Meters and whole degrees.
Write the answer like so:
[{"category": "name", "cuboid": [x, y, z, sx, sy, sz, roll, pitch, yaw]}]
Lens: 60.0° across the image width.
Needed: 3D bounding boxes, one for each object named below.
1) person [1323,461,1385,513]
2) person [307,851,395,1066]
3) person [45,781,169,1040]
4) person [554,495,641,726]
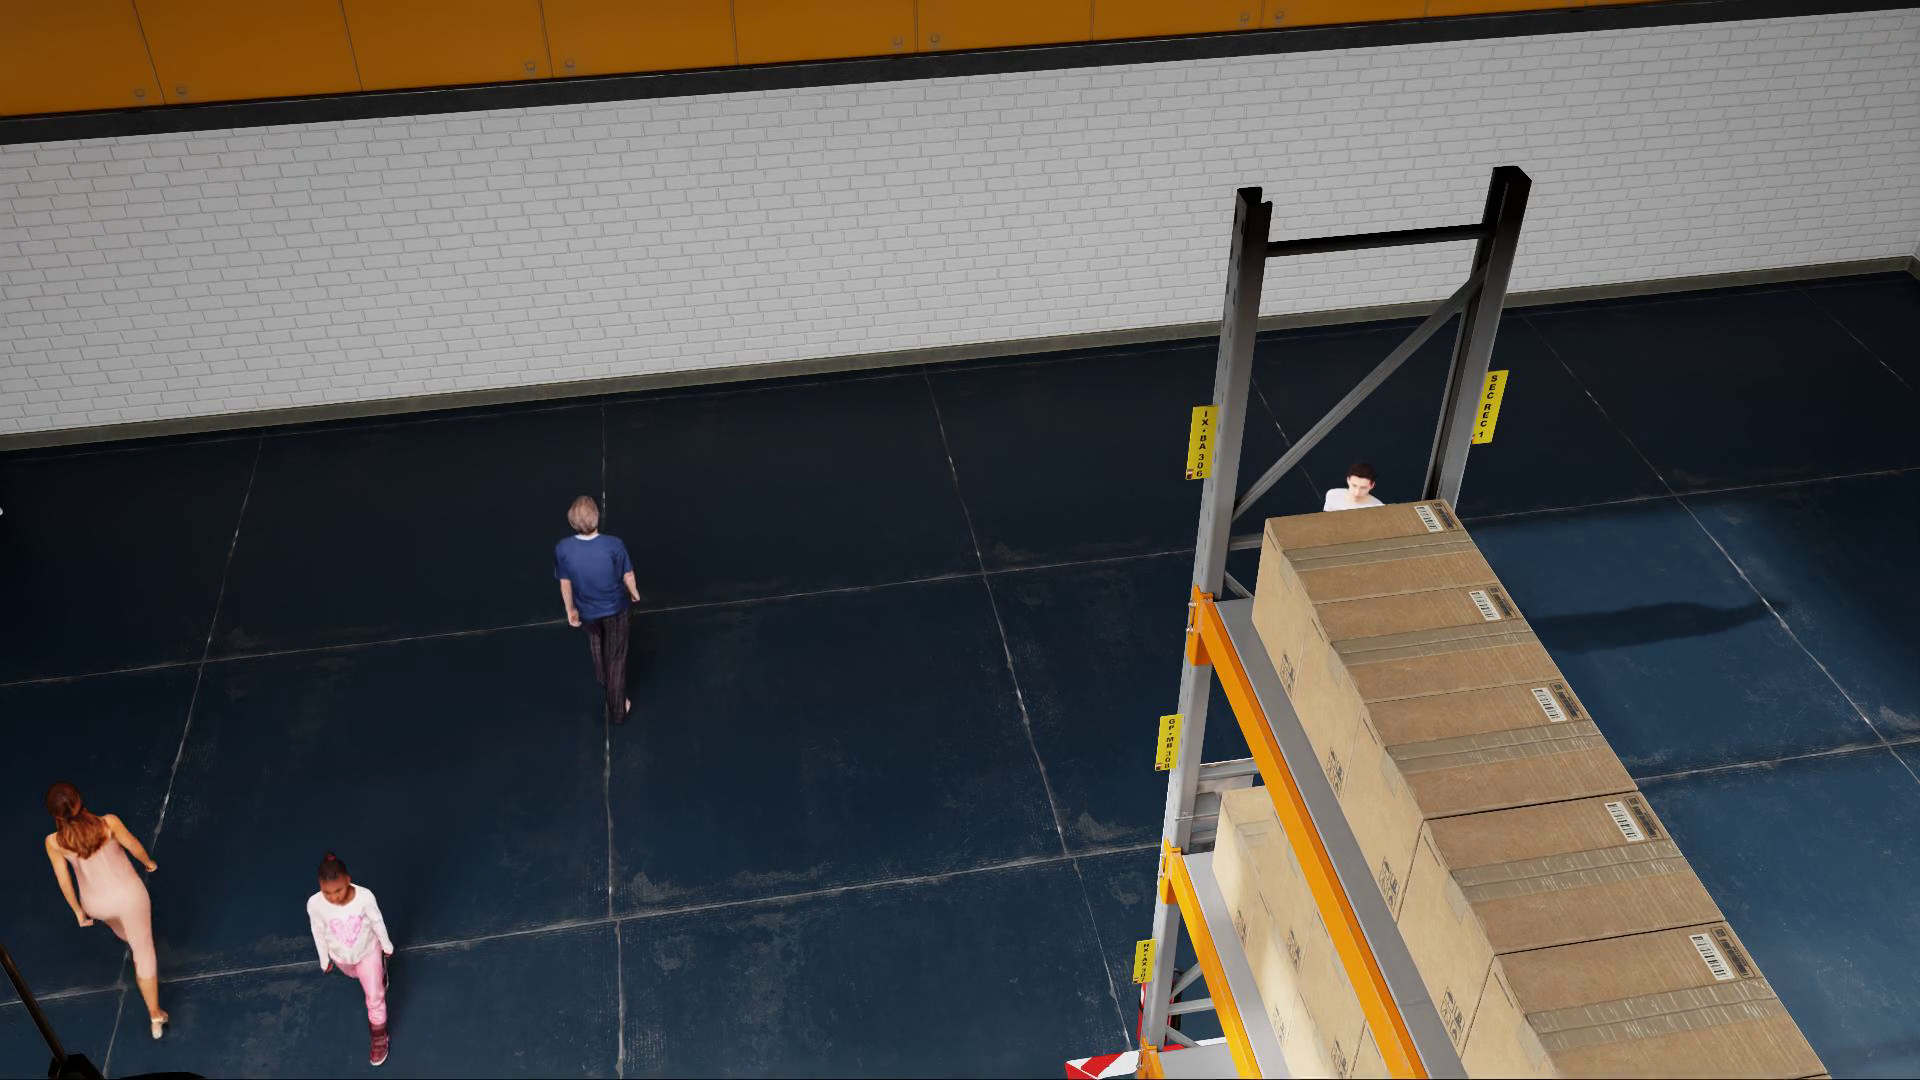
[{"category": "person", "cuboid": [2.817, 0.170, 12.017, 1.129, 1.834, 1.236, 20, 43, 23]}, {"category": "person", "cuboid": [-3.519, 2.312, 9.664, 0.580, 1.425, 0.980, -4, 39, -5]}, {"category": "person", "cuboid": [-4.856, 2.147, 9.583, 0.699, 1.784, 1.132, -12, 40, -14]}, {"category": "person", "cuboid": [-2.488, 0.545, 11.539, 0.783, 1.846, 0.948, 2, 39, 3]}]
